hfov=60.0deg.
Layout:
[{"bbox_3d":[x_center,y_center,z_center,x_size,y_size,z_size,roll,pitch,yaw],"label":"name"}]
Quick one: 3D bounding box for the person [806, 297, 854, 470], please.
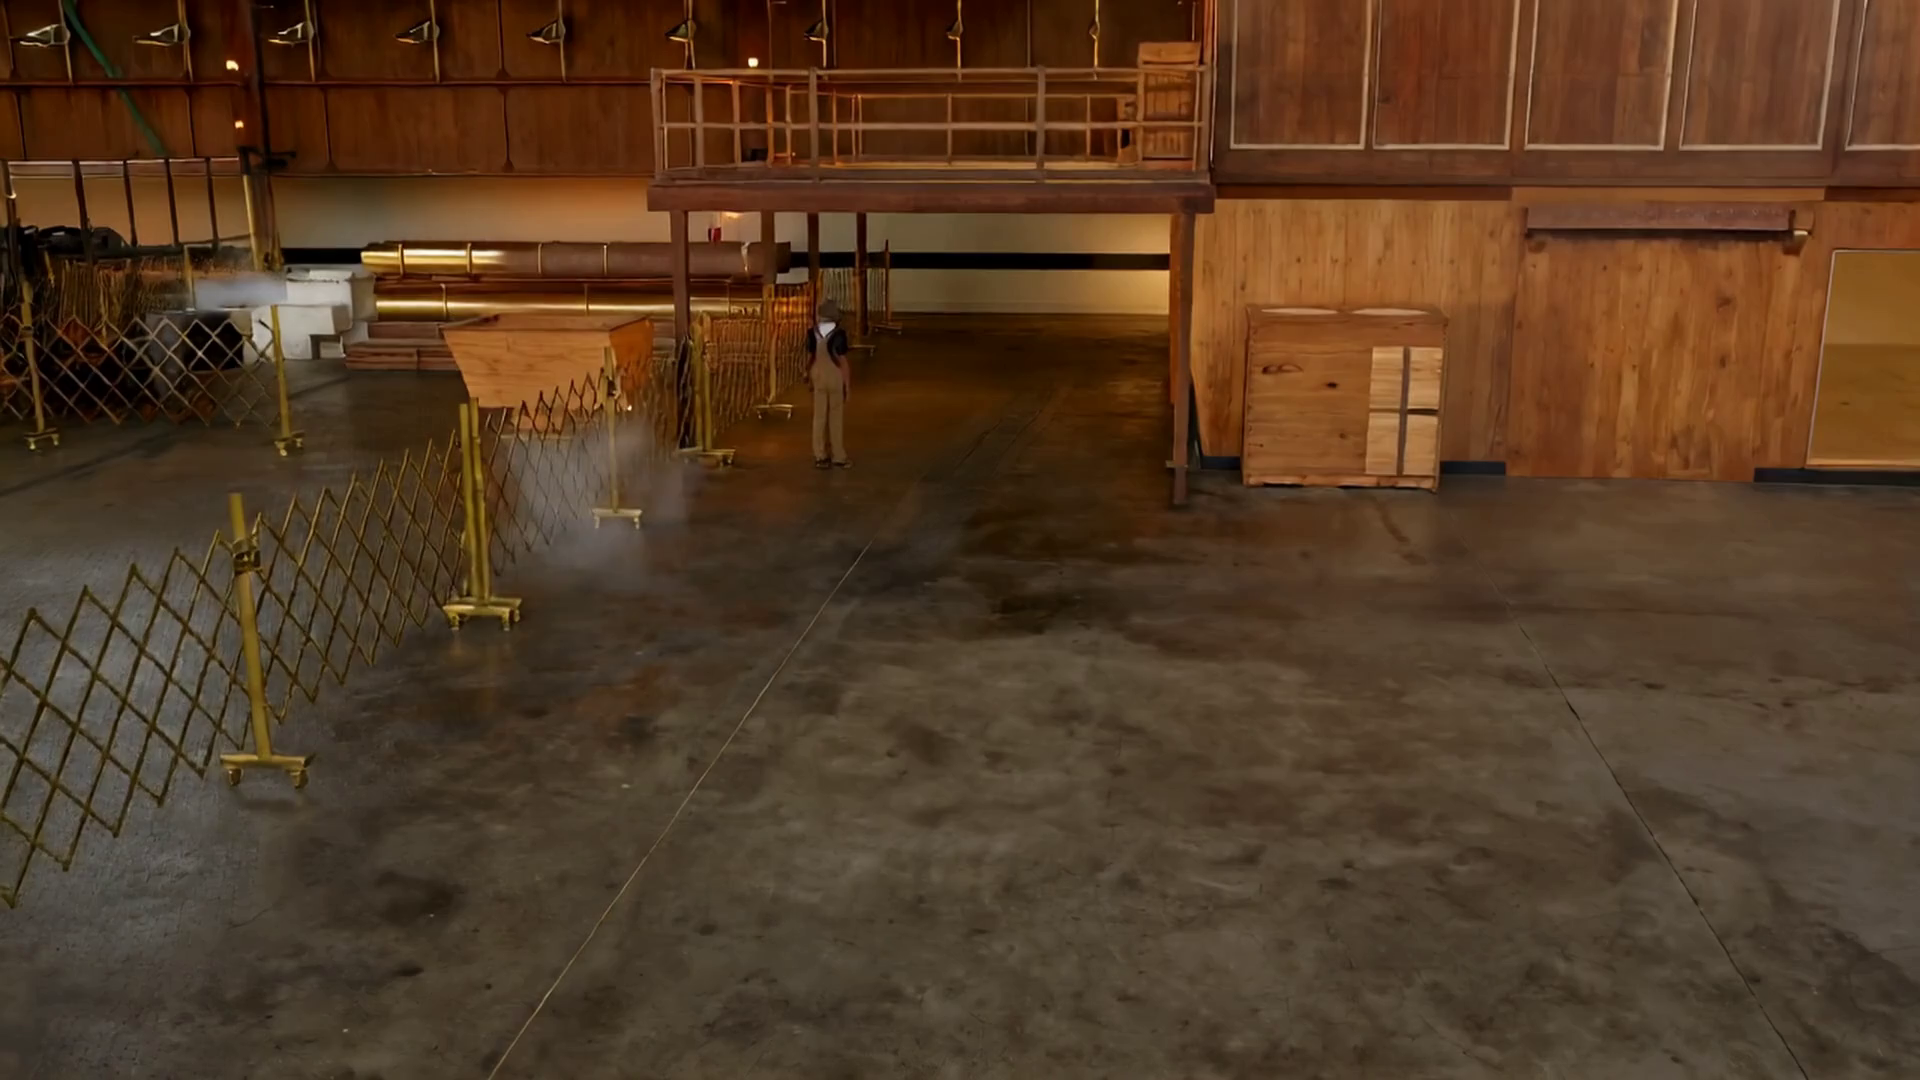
[{"bbox_3d":[-1.407,-1.675,17.793,0.505,1.845,0.345,7,15,27],"label":"person"}]
